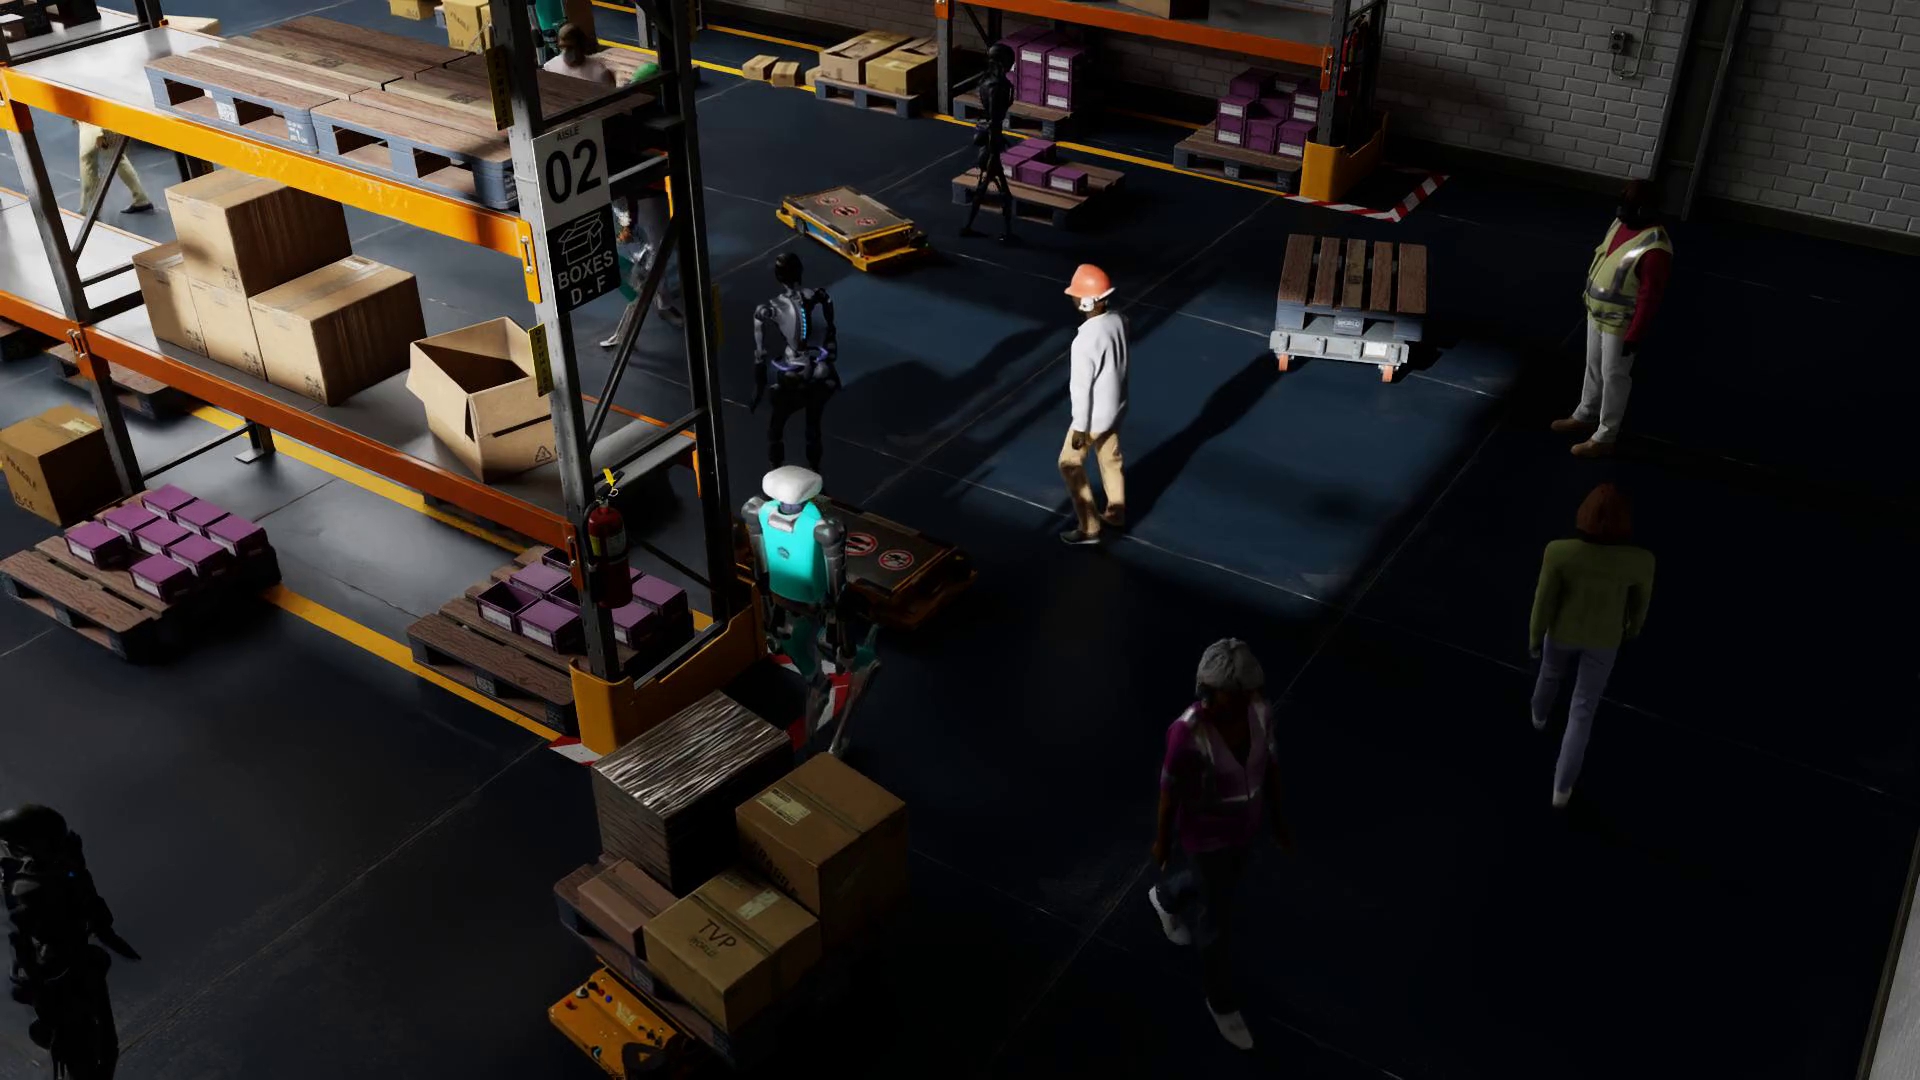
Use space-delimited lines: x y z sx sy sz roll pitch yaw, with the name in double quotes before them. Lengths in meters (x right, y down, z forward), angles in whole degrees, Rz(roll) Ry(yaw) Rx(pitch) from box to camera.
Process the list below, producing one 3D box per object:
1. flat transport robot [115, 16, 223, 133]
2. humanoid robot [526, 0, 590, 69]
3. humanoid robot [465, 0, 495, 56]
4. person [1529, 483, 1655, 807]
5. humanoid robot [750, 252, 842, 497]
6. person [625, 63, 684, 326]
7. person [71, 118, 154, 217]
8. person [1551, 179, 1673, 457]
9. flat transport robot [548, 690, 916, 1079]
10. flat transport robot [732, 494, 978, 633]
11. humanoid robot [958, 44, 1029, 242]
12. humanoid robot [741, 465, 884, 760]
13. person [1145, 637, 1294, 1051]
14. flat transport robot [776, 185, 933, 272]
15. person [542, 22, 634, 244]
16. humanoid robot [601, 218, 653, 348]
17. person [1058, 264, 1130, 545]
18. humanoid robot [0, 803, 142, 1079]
"flat transport robot" -7.585 -4.124 16.212 1.431 0.231 0.659 7 34 10
"humanoid robot" -3.553 -4.396 15.276 0.696 1.786 0.533 15 36 21
"humanoid robot" -4.544 -4.796 15.923 0.816 1.799 0.574 -4 33 -6
"person" 2.983 0.454 7.960 0.509 1.583 0.868 13 35 19
"humanoid robot" -1.000 -1.002 10.114 0.599 1.647 0.400 -20 38 -27
"person" -2.298 -2.613 12.381 0.777 1.925 0.494 25 40 33
"person" -7.334 -3.508 13.931 0.709 1.717 0.579 -8 34 -12
"person" 4.168 -1.412 10.601 0.429 1.841 0.632 -2 33 -4
"flat transport robot" -0.989 1.775 7.145 0.659 0.231 1.431 27 42 35
"flat transport robot" -0.667 0.092 9.732 1.431 0.231 0.659 21 38 29
"humanoid robot" 0.290 -3.226 13.554 0.648 1.642 0.610 3 33 5
"humanoid robot" -0.633 0.403 7.991 0.547 1.882 0.691 17 37 25
"person" 1.027 1.136 6.725 0.500 1.830 0.838 -20 38 -28
"flat transport robot" -0.900 -2.625 13.907 0.659 0.231 1.431 -21 39 -29
"person" -2.982 -3.176 13.256 0.641 1.908 0.882 9 34 13
"humanoid robot" -2.421 -2.110 11.792 0.659 1.821 0.538 -8 34 -12
"person" 0.780 -0.784 9.747 0.436 1.726 0.570 19 37 26
"humanoid robot" -3.280 1.618 6.108 0.387 1.642 0.583 -3 33 -5
